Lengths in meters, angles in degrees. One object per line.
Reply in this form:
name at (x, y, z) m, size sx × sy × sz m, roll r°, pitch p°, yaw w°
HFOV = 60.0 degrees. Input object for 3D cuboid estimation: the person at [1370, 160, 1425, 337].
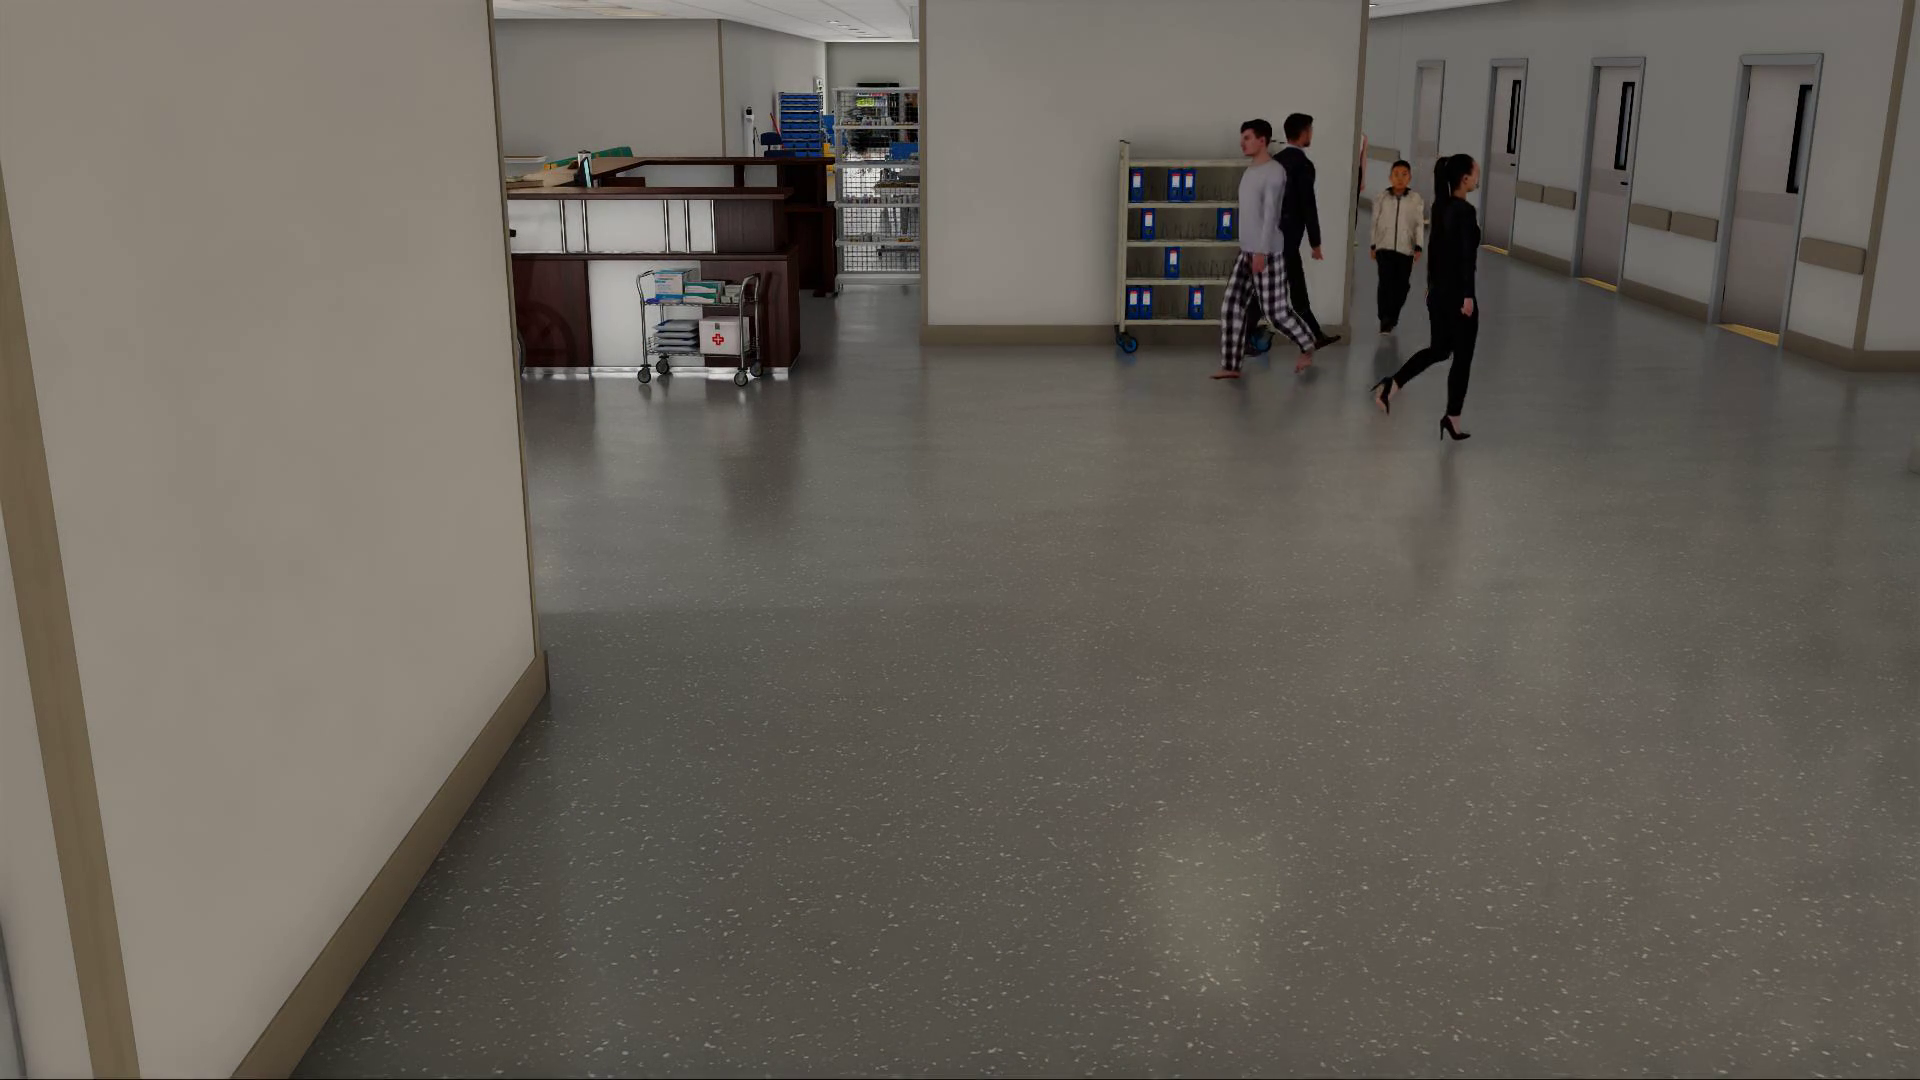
person at (3.676, -2.462, 14.049) m, size 0.885 × 1.437 × 0.760 m, roll 3°, pitch 16°, yaw 10°

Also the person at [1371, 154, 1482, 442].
person at (2.837, -1.406, 9.826) m, size 0.936 × 1.697 × 0.706 m, roll -3°, pitch 16°, yaw -12°

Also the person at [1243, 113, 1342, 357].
person at (2.403, -2.247, 12.599) m, size 1.364 × 1.810 × 1.019 m, roll -7°, pitch 17°, yaw -24°

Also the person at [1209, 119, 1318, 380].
person at (2.221, -2.032, 11.842) m, size 1.220 × 1.807 × 0.979 m, roll -9°, pitch 18°, yaw -28°

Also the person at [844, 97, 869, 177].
person at (-2.116, -8.394, 34.743) m, size 1.079 × 1.626 × 0.887 m, roll 3°, pitch 16°, yaw 10°
